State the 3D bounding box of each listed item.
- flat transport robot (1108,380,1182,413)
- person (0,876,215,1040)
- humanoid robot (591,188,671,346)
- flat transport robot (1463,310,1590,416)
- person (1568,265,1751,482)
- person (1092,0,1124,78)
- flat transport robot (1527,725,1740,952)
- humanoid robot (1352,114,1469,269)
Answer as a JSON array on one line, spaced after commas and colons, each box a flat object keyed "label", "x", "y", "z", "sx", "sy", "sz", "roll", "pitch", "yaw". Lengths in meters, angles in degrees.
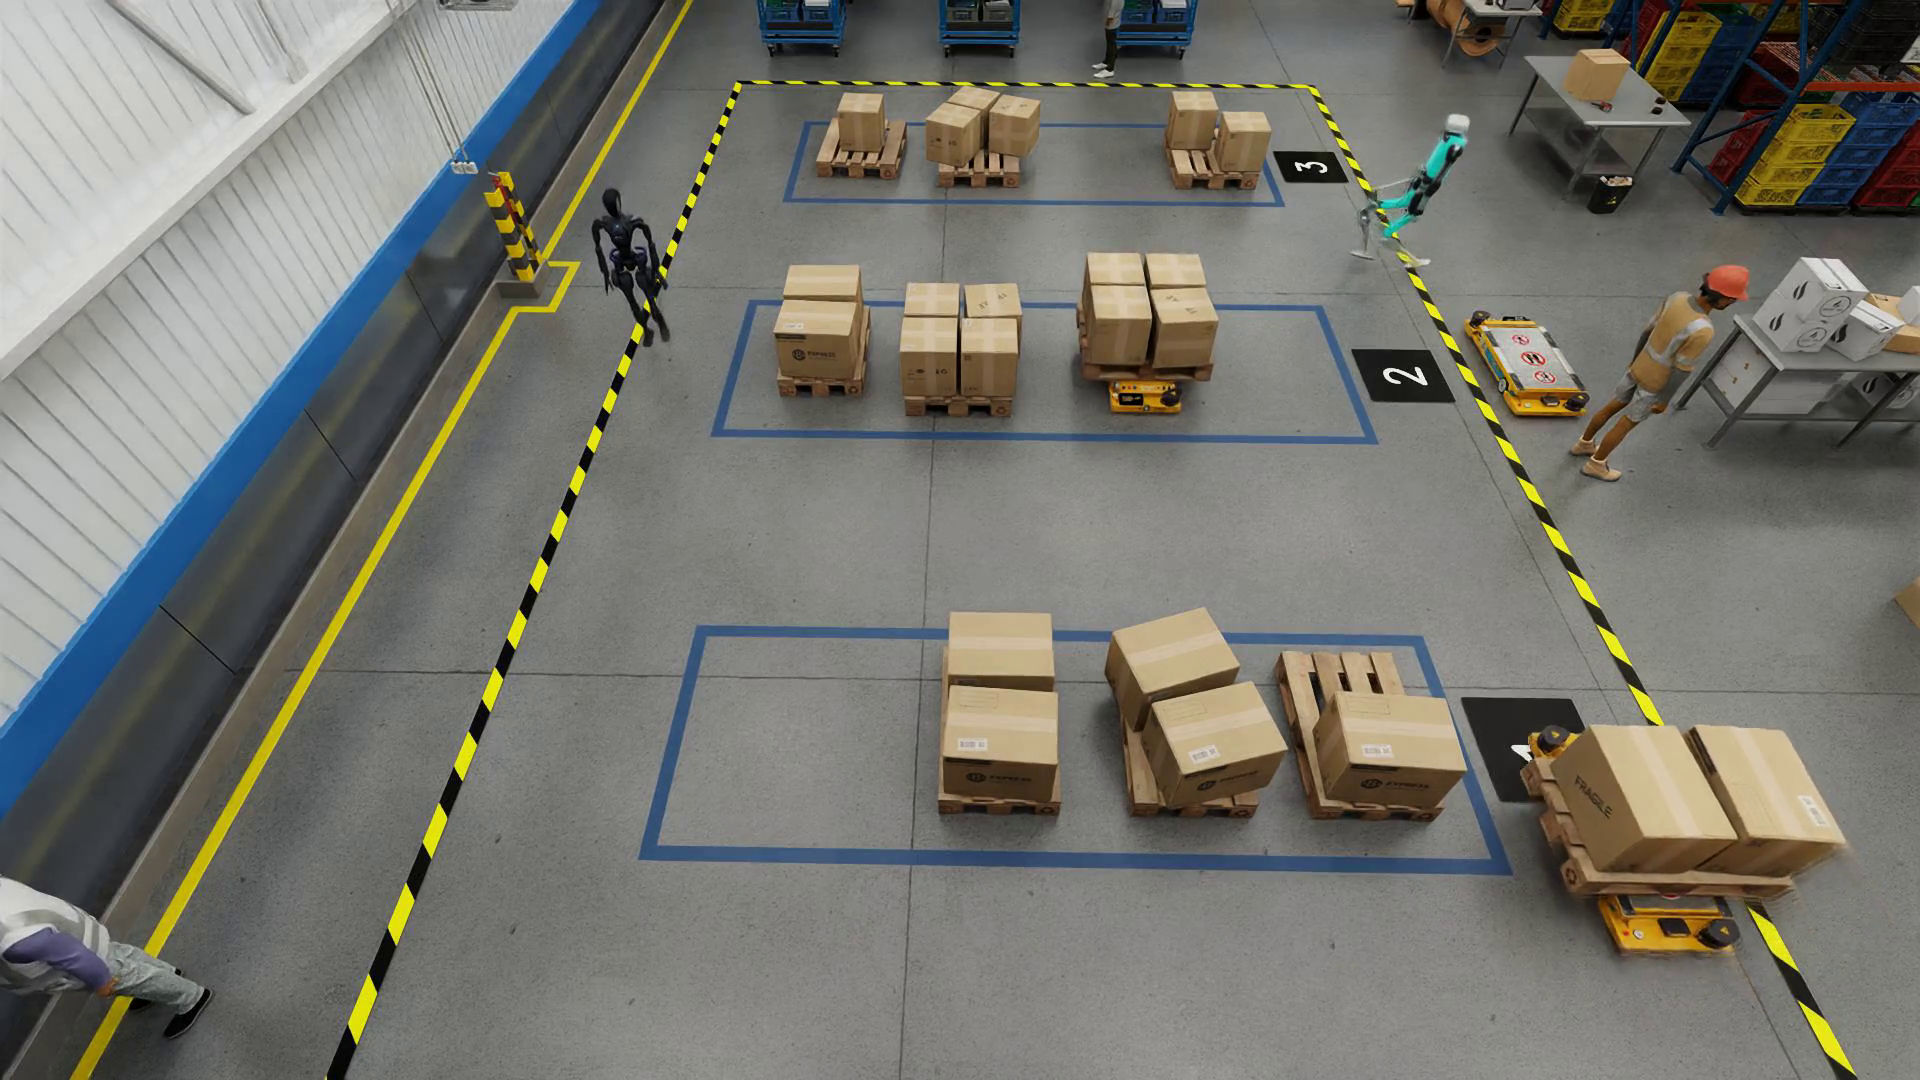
[{"label": "flat transport robot", "x": 1.773, "y": -1.807, "z": 9.079, "sx": 0.652, "sy": 0.197, "sz": 1.431, "roll": 1, "pitch": 49, "yaw": 1}, {"label": "person", "x": -4.561, "y": 2.121, "z": 4.662, "sx": 0.594, "sy": 1.831, "sz": 0.403, "roll": 23, "pitch": 53, "yaw": 19}, {"label": "humanoid robot", "x": -3.160, "y": -2.595, "z": 8.845, "sx": 0.603, "sy": 1.645, "sz": 0.334, "roll": -7, "pitch": 49, "yaw": -6}, {"label": "flat transport robot", "x": 5.573, "y": -1.757, "z": 9.054, "sx": 0.659, "sy": 0.231, "sz": 1.431, "roll": 1, "pitch": 49, "yaw": 1}, {"label": "person", "x": 5.726, "y": -1.352, "z": 7.534, "sx": 0.384, "sy": 2.037, "sz": 0.613, "roll": 4, "pitch": 49, "yaw": 3}, {"label": "person", "x": 2.136, "y": -7.598, "z": 13.066, "sx": 0.397, "sy": 1.847, "sz": 0.587, "roll": 3, "pitch": 49, "yaw": 3}, {"label": "flat transport robot", "x": 4.290, "y": 1.873, "z": 5.894, "sx": 0.652, "sy": 0.197, "sz": 1.431, "roll": 1, "pitch": 49, "yaw": 1}, {"label": "humanoid robot", "x": 4.708, "y": -3.642, "z": 9.726, "sx": 1.035, "sy": 1.737, "sz": 0.534, "roll": 11, "pitch": 50, "yaw": 10}]
